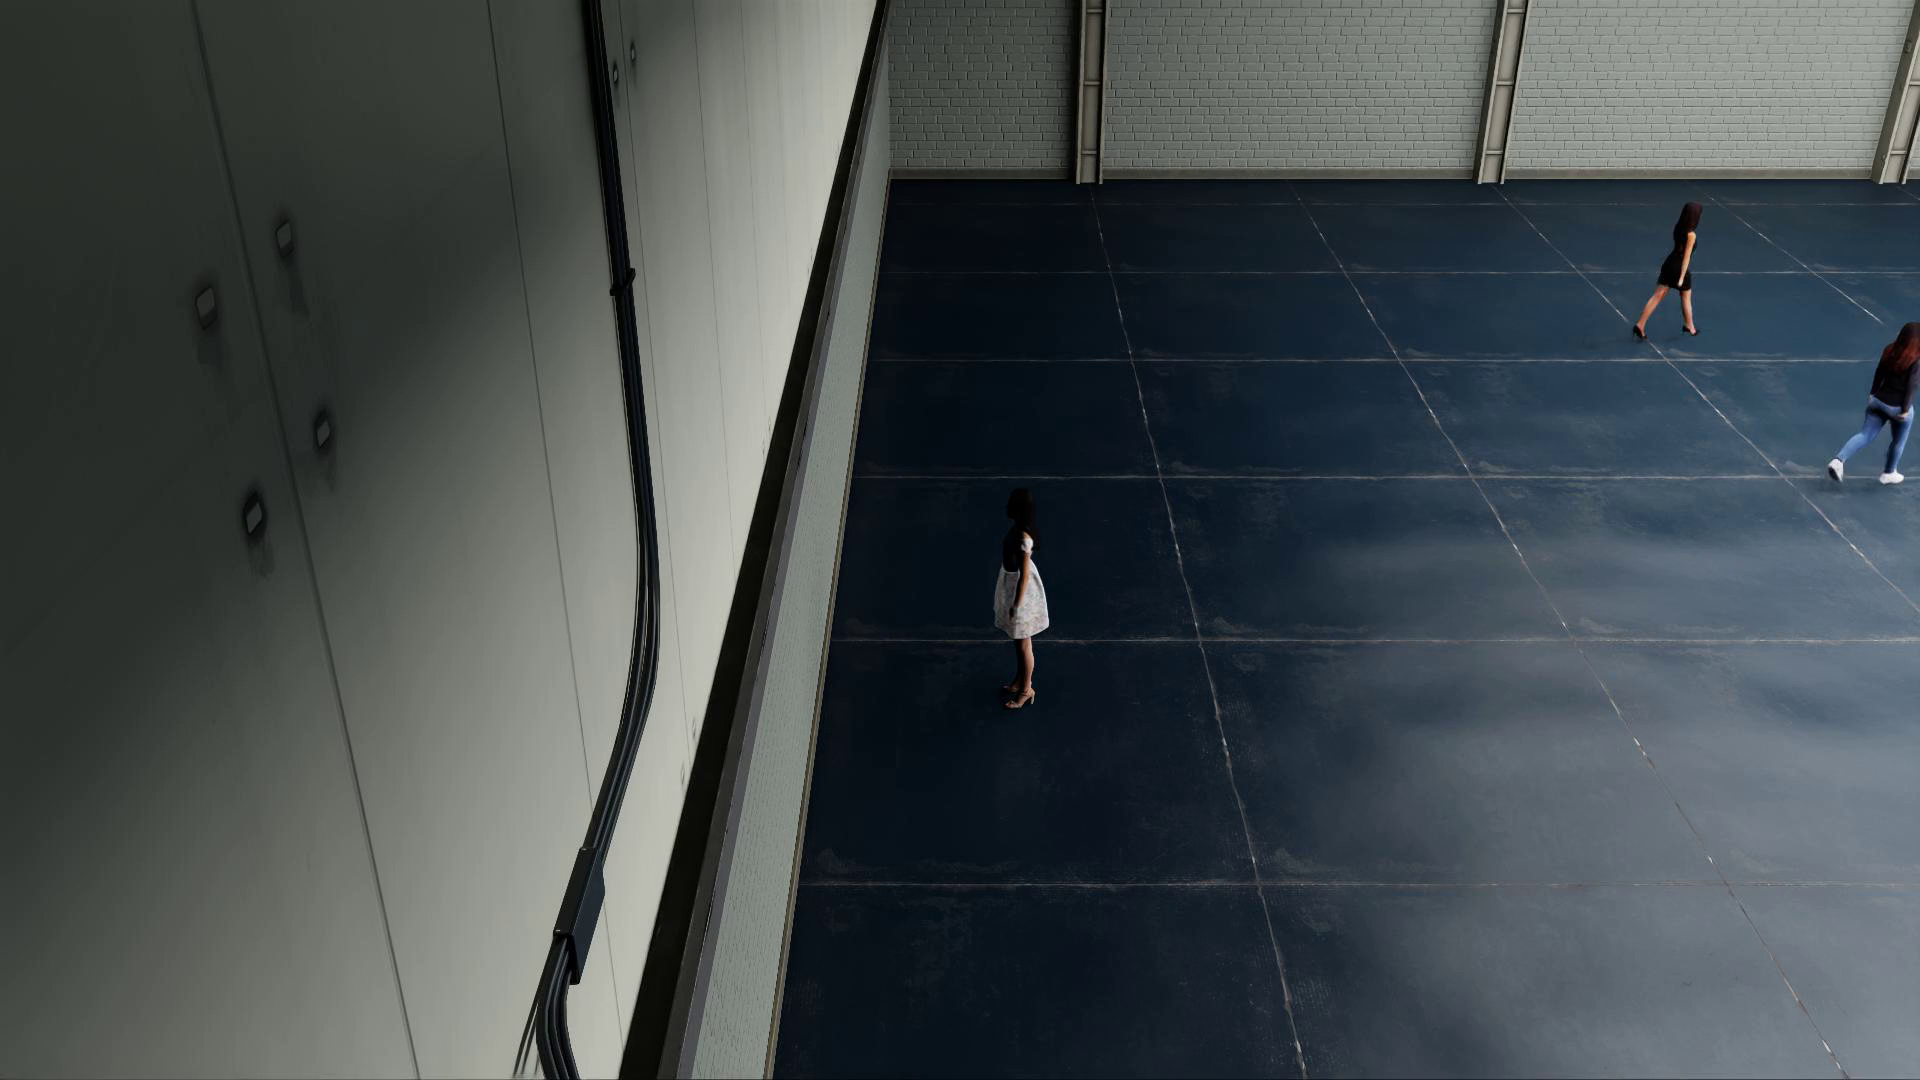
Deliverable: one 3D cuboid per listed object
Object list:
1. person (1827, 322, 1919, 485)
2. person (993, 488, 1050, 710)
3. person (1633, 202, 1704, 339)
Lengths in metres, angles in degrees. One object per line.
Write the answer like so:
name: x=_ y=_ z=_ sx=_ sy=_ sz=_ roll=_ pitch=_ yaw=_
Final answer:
person: x=8.571 y=-1.224 z=15.439 sx=1.146 sy=1.601 sz=0.861 roll=-9 pitch=29 yaw=-17
person: x=0.436 y=0.421 z=12.168 sx=0.608 sy=1.775 sz=0.628 roll=0 pitch=28 yaw=0
person: x=7.989 y=-2.993 z=18.763 sx=1.102 sy=1.599 sz=0.737 roll=-7 pitch=29 yaw=-12
